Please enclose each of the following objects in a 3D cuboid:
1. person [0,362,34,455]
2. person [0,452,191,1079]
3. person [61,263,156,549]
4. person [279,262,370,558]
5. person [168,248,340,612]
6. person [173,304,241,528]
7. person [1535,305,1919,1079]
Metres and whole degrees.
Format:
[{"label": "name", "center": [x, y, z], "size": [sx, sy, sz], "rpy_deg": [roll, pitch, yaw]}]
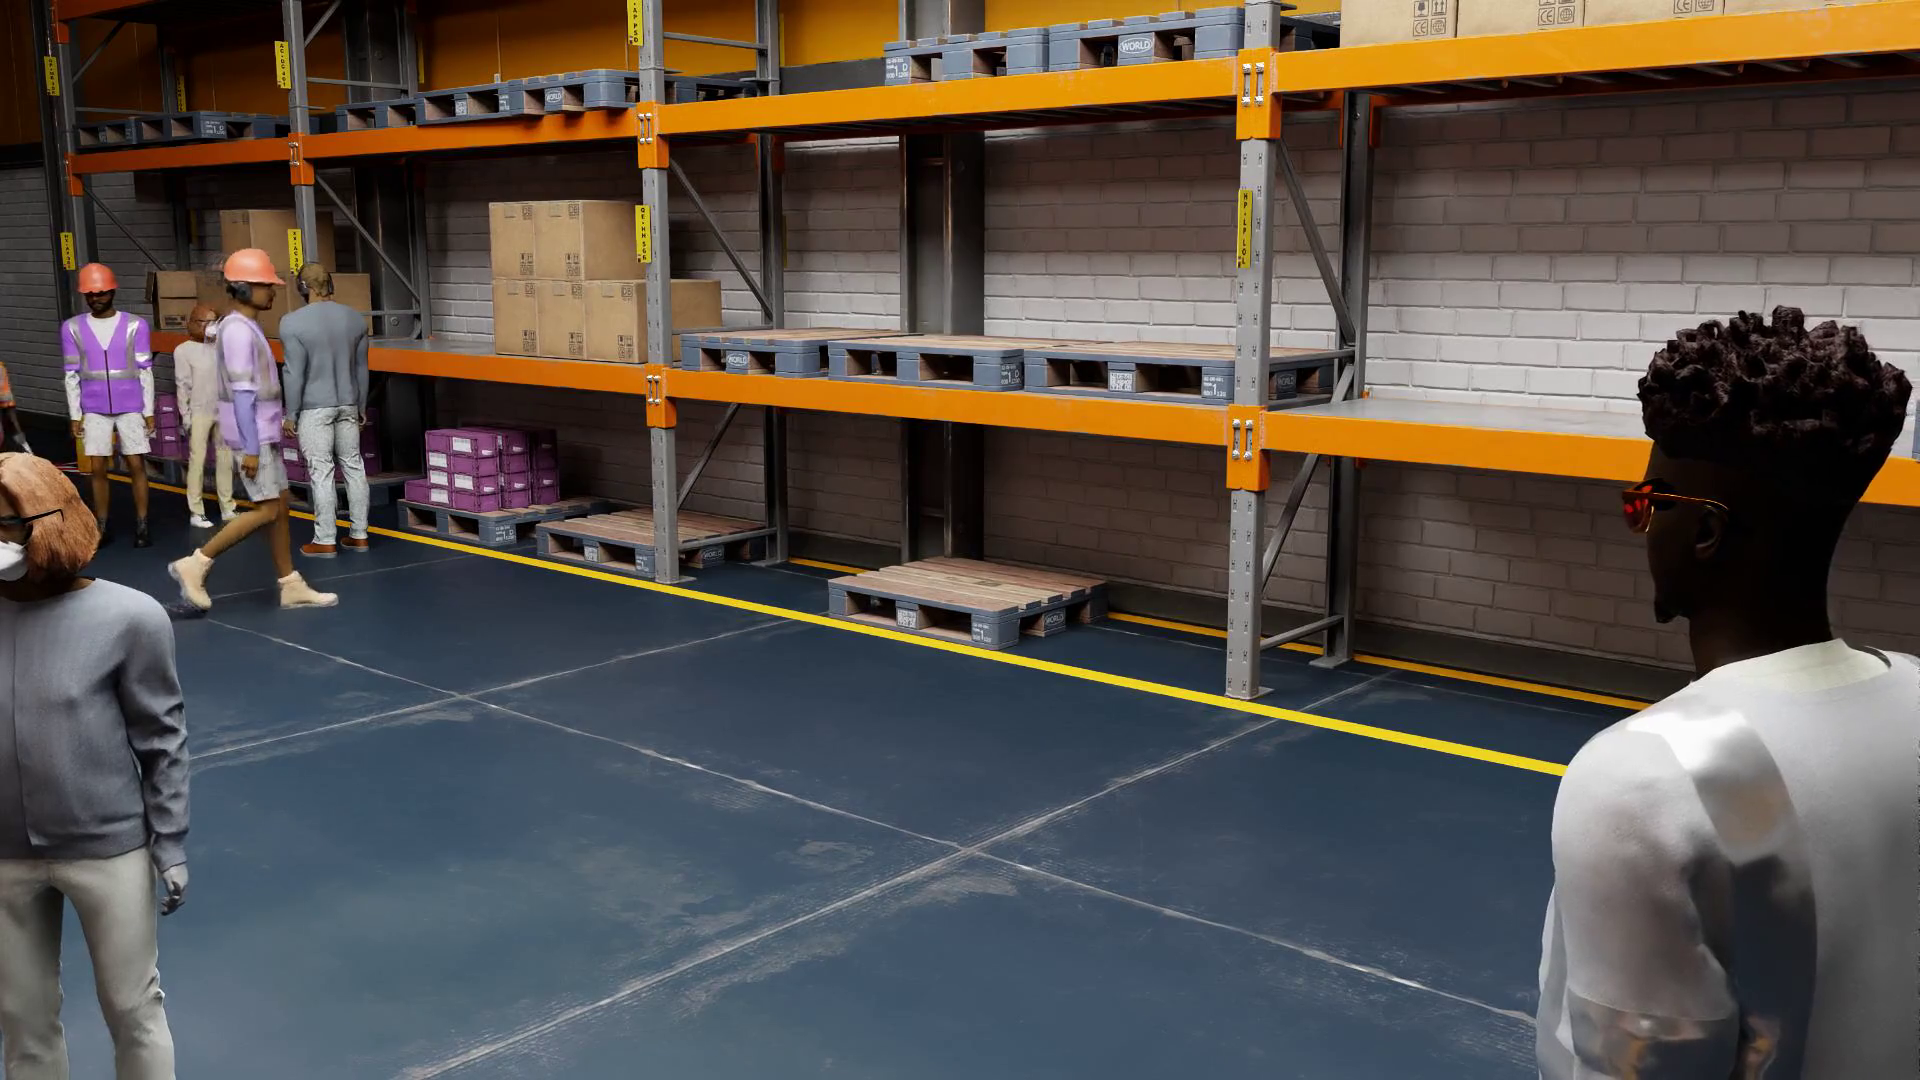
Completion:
[{"label": "person", "center": [-5.862, -0.550, 9.980], "size": [0.841, 1.647, 0.547], "rpy_deg": [2, 10, 14]}, {"label": "person", "center": [-1.803, 0.634, 3.329], "size": [0.509, 1.632, 0.268], "rpy_deg": [-1, 10, -5]}, {"label": "person", "center": [-5.702, -0.887, 11.176], "size": [0.544, 1.927, 0.395], "rpy_deg": [-4, 11, -19]}, {"label": "person", "center": [-4.155, -0.846, 10.908], "size": [0.372, 1.934, 0.627], "rpy_deg": [7, 12, 34]}, {"label": "person", "center": [-3.918, -0.579, 9.131], "size": [0.793, 2.024, 0.628], "rpy_deg": [-3, 11, -19]}, {"label": "person", "center": [-5.461, -0.903, 12.120], "size": [0.284, 1.626, 0.492], "rpy_deg": [6, 12, 31]}, {"label": "person", "center": [0.788, 0.744, 1.756], "size": [0.614, 1.964, 0.361], "rpy_deg": [-7, 12, -34]}]
